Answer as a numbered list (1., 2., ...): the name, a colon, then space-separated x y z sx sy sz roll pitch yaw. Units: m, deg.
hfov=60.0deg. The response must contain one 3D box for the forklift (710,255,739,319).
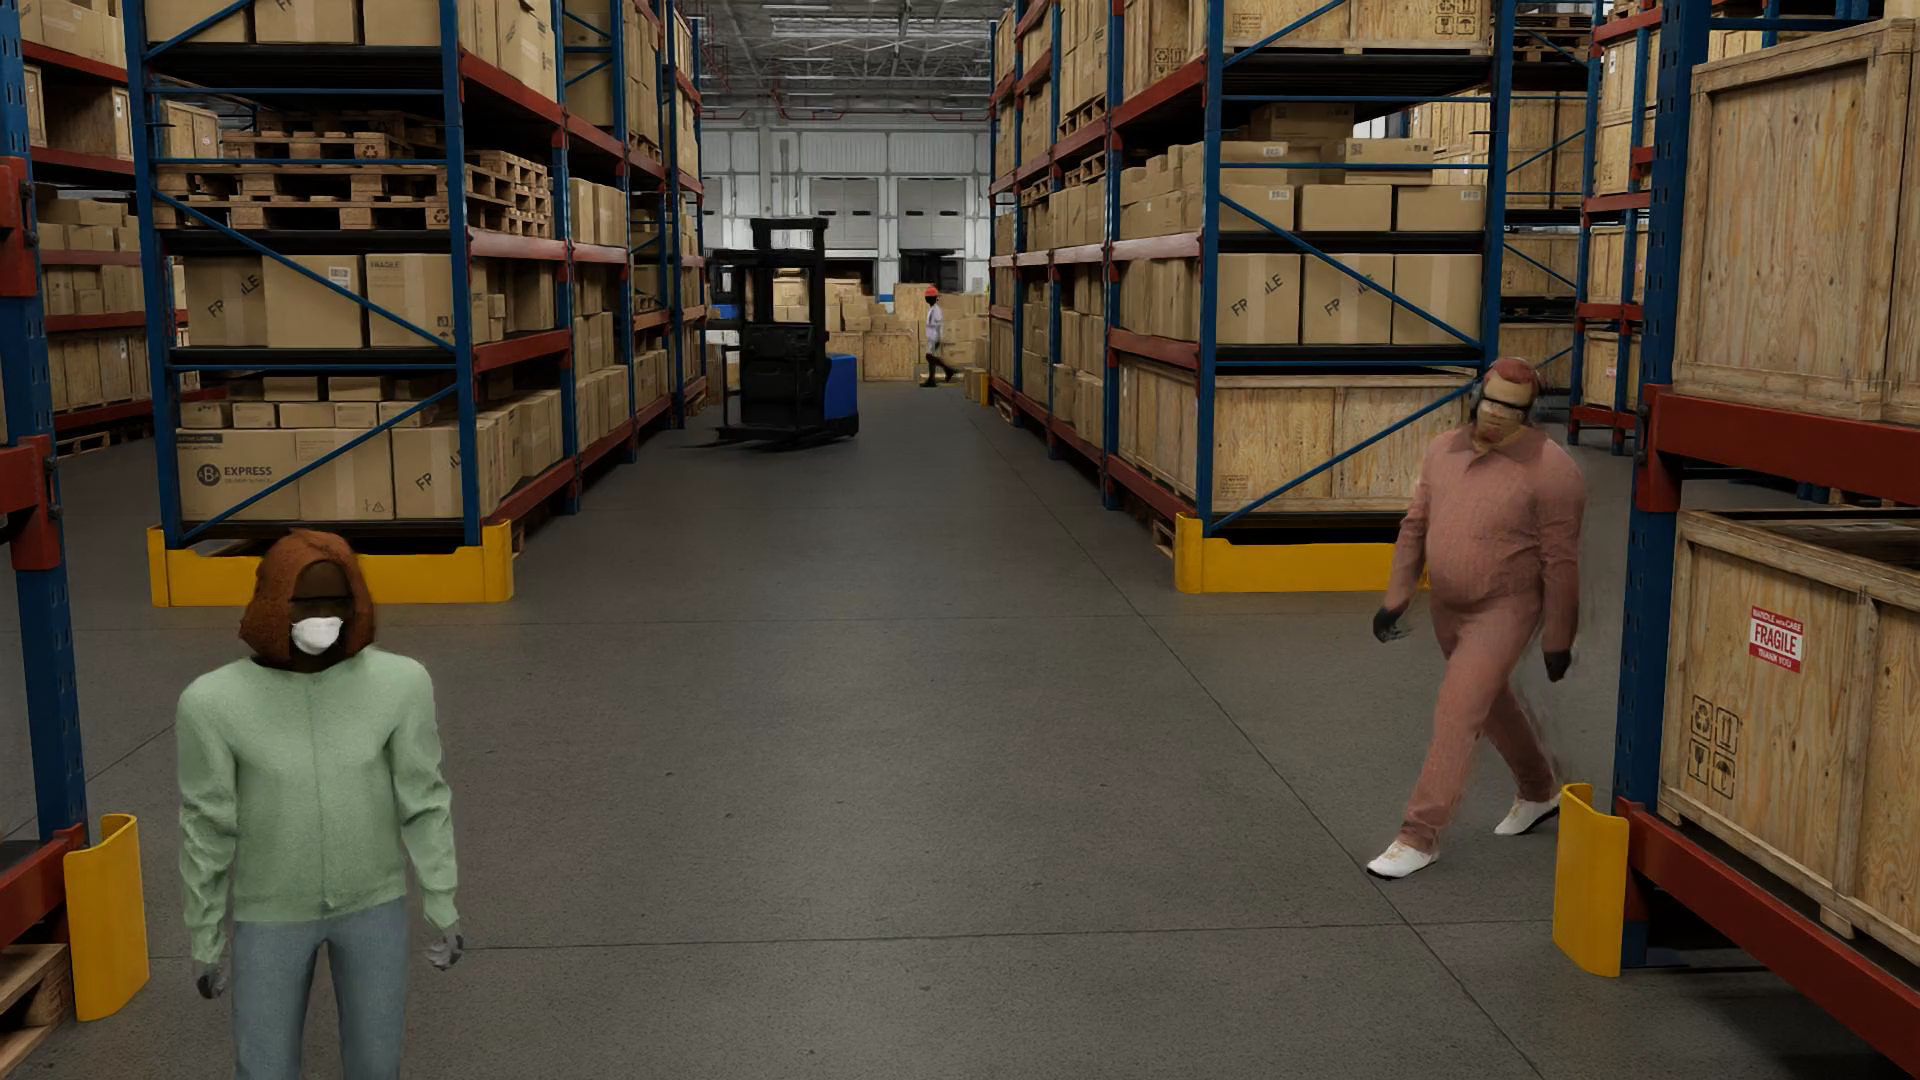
1. forklift: -8.368 -8.713 59.038 1.129 2.768 1.873 -1 9 -4

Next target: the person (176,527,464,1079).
1. person: -1.297 0.775 3.396 0.514 1.620 0.419 -6 11 -33

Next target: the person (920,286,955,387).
1. person: -0.440 -3.844 31.477 0.598 1.917 0.567 -1 9 -9

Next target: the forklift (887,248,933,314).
1. forklift: -1.178 -6.445 44.800 1.129 2.768 1.873 -7 11 -37

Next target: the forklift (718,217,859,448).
1. forklift: -2.117 -2.635 20.876 1.129 2.768 1.873 3 10 21

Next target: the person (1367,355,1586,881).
1. person: 1.909 0.255 5.972 1.016 1.846 0.659 -4 10 -25

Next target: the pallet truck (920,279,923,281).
1. pallet truck: -0.932 -8.922 63.114 1.885 1.965 0.823 2 9 13
